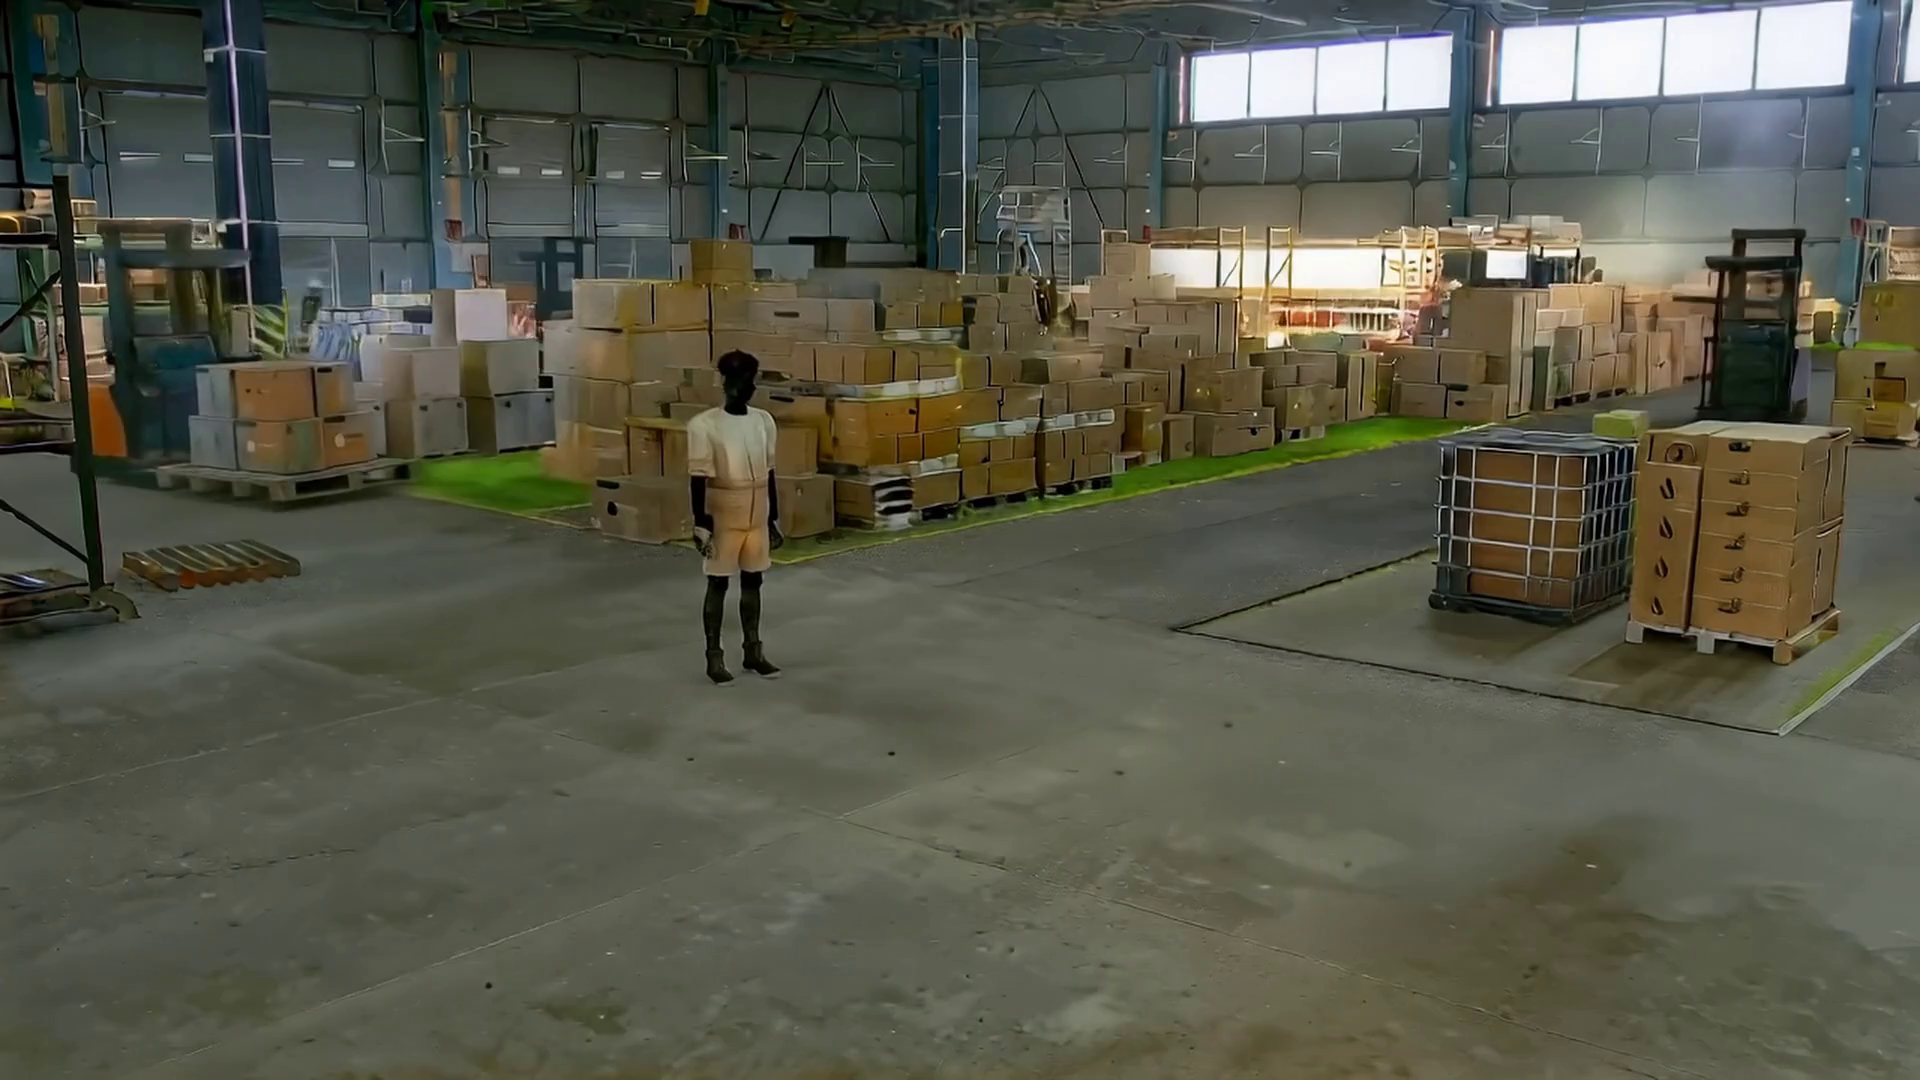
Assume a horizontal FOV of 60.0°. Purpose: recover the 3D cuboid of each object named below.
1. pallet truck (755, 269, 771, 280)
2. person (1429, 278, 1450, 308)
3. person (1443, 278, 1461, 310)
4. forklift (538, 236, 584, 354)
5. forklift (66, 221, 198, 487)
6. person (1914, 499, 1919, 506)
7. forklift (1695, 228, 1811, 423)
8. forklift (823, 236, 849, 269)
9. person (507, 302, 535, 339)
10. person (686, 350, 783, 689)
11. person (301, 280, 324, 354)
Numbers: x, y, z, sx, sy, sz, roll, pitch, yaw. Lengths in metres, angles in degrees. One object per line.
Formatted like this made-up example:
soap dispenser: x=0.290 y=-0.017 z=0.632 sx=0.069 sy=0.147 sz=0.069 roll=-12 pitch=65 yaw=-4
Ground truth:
pallet truck: x=-4.996 y=-6.432 z=45.525 sx=1.885 sy=1.965 sz=0.823 roll=-6 pitch=12 yaw=-32
person: x=10.491 y=-4.737 z=36.141 sx=0.637 sy=1.910 sz=0.775 roll=7 pitch=12 yaw=34
person: x=10.136 y=-4.395 z=34.143 sx=0.549 sy=1.929 sz=0.395 roll=-2 pitch=10 yaw=-10
forklift: x=-9.248 y=-5.738 z=39.059 sx=1.873 sy=2.768 sz=1.129 roll=8 pitch=13 yaw=40
forklift: x=-8.769 y=-2.057 z=18.103 sx=1.873 sy=2.768 sz=1.129 roll=6 pitch=11 yaw=30
person: x=9.568 y=-1.116 z=15.745 sx=0.942 sy=1.827 sz=0.551 roll=2 pitch=10 yaw=12
forklift: x=11.721 y=-3.150 z=24.328 sx=1.129 sy=2.768 sz=1.873 roll=8 pitch=13 yaw=39
forklift: x=-2.943 y=-5.851 z=39.703 sx=1.873 sy=2.768 sz=1.129 roll=2 pitch=10 yaw=14
person: x=-7.520 y=-3.238 z=28.426 sx=0.520 sy=1.623 sz=0.439 roll=4 pitch=11 yaw=22
person: x=-1.305 y=-0.130 z=9.733 sx=0.604 sy=1.965 sz=0.367 roll=-9 pitch=13 yaw=-40
person: x=-13.444 y=-4.495 z=34.818 sx=1.003 sy=1.878 sz=0.571 roll=3 pitch=10 yaw=14
